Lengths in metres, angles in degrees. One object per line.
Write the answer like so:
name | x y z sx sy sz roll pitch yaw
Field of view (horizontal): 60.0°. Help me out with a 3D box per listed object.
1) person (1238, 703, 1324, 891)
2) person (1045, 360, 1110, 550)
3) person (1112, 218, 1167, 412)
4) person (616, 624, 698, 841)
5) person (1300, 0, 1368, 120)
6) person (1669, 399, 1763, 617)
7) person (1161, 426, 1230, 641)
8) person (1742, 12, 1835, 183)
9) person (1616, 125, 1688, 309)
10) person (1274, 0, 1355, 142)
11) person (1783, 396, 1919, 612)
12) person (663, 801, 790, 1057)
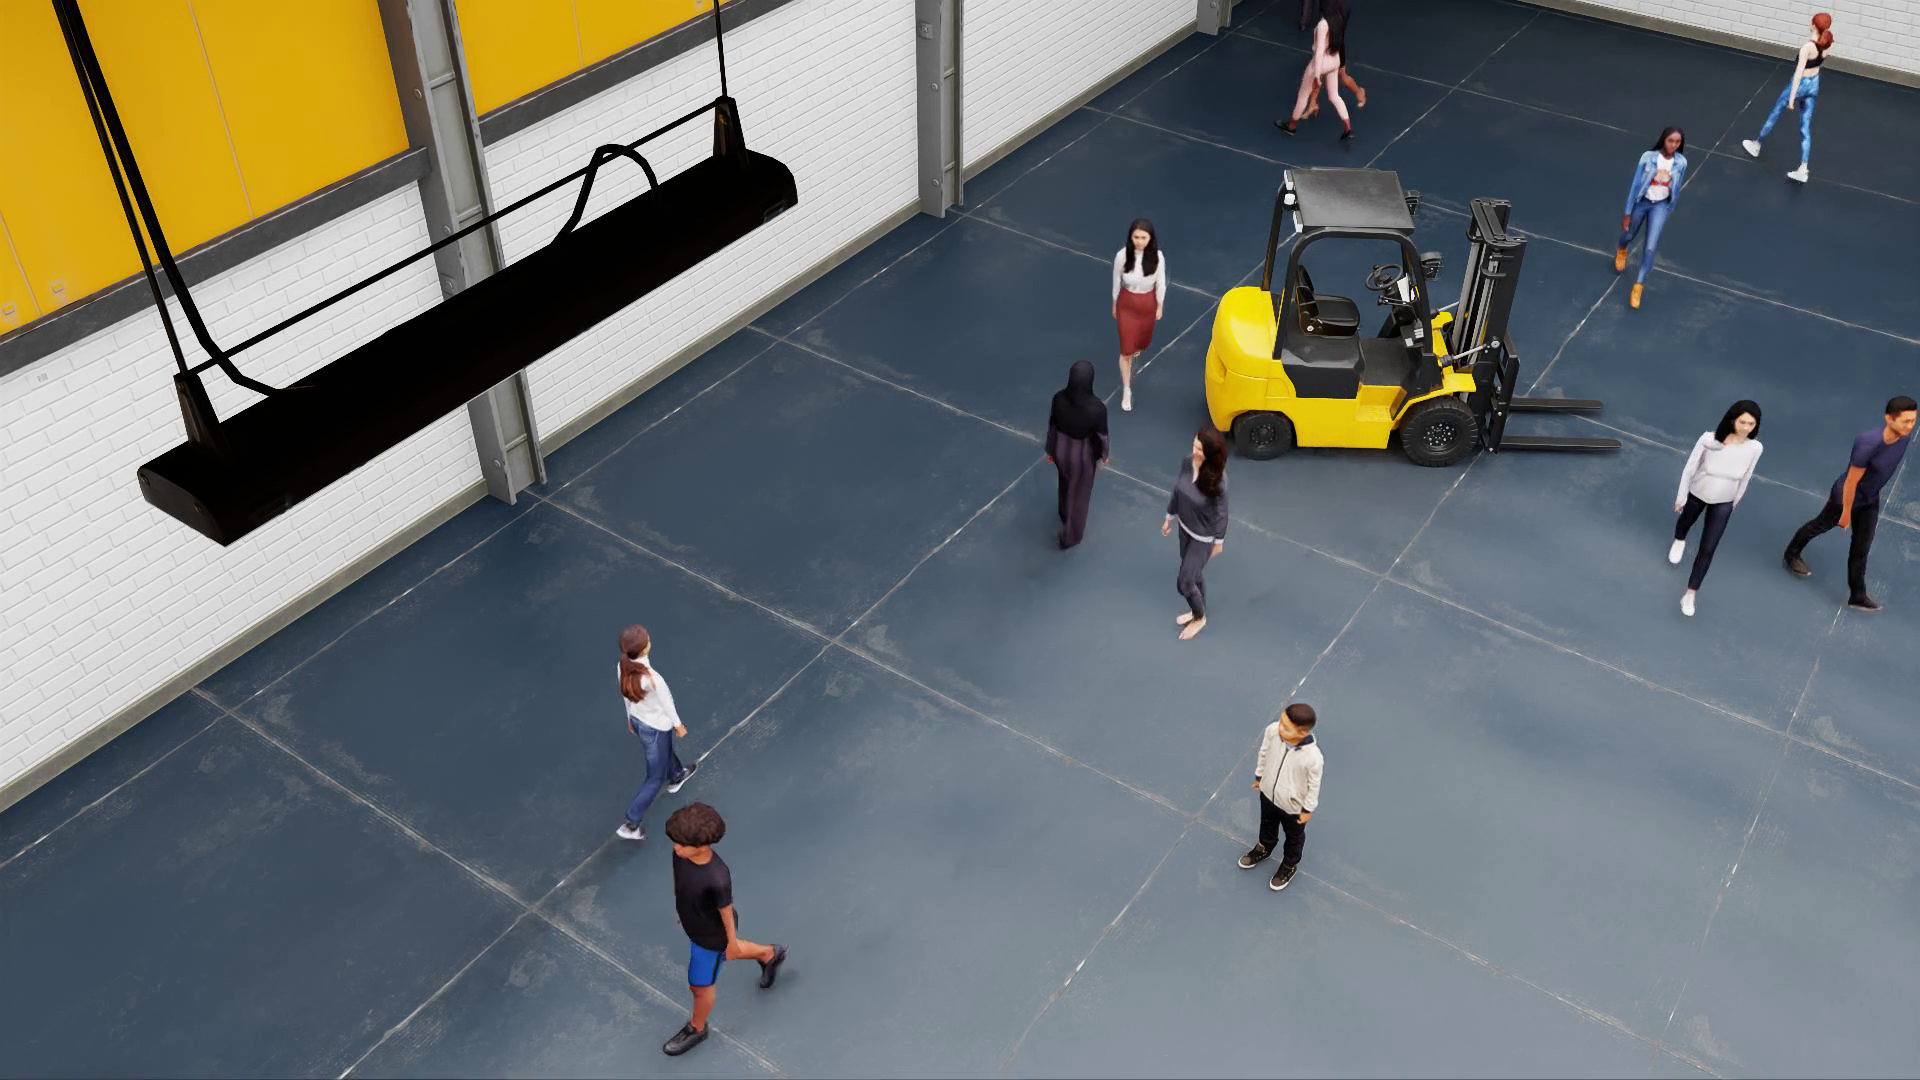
person | 1.981 1.513 10.053 0.557 1.452 0.618 -31 48 -33
person | 0.843 -0.638 12.617 0.670 1.614 0.835 18 42 21
person | 1.514 -1.978 14.200 0.907 1.731 1.098 3 39 4
person | -1.973 1.201 10.379 0.523 1.534 1.037 25 45 28
person | 4.263 -5.479 18.684 1.062 1.607 0.967 -9 40 -11
person | 5.507 -0.360 12.237 0.829 1.654 1.210 13 40 16
person | 1.756 -0.097 11.827 0.768 1.754 0.731 -20 43 -23
person | 8.918 -4.631 17.523 1.178 1.731 1.164 -10 40 -12
person | 6.464 -3.124 15.683 0.888 1.672 1.242 9 40 11
person | 4.041 -5.132 18.185 0.782 1.687 1.111 27 46 30
person | 6.489 -0.366 12.168 1.150 1.749 1.117 -14 41 -16
person | -1.305 2.063 9.111 1.185 1.768 0.817 -27 46 -30
